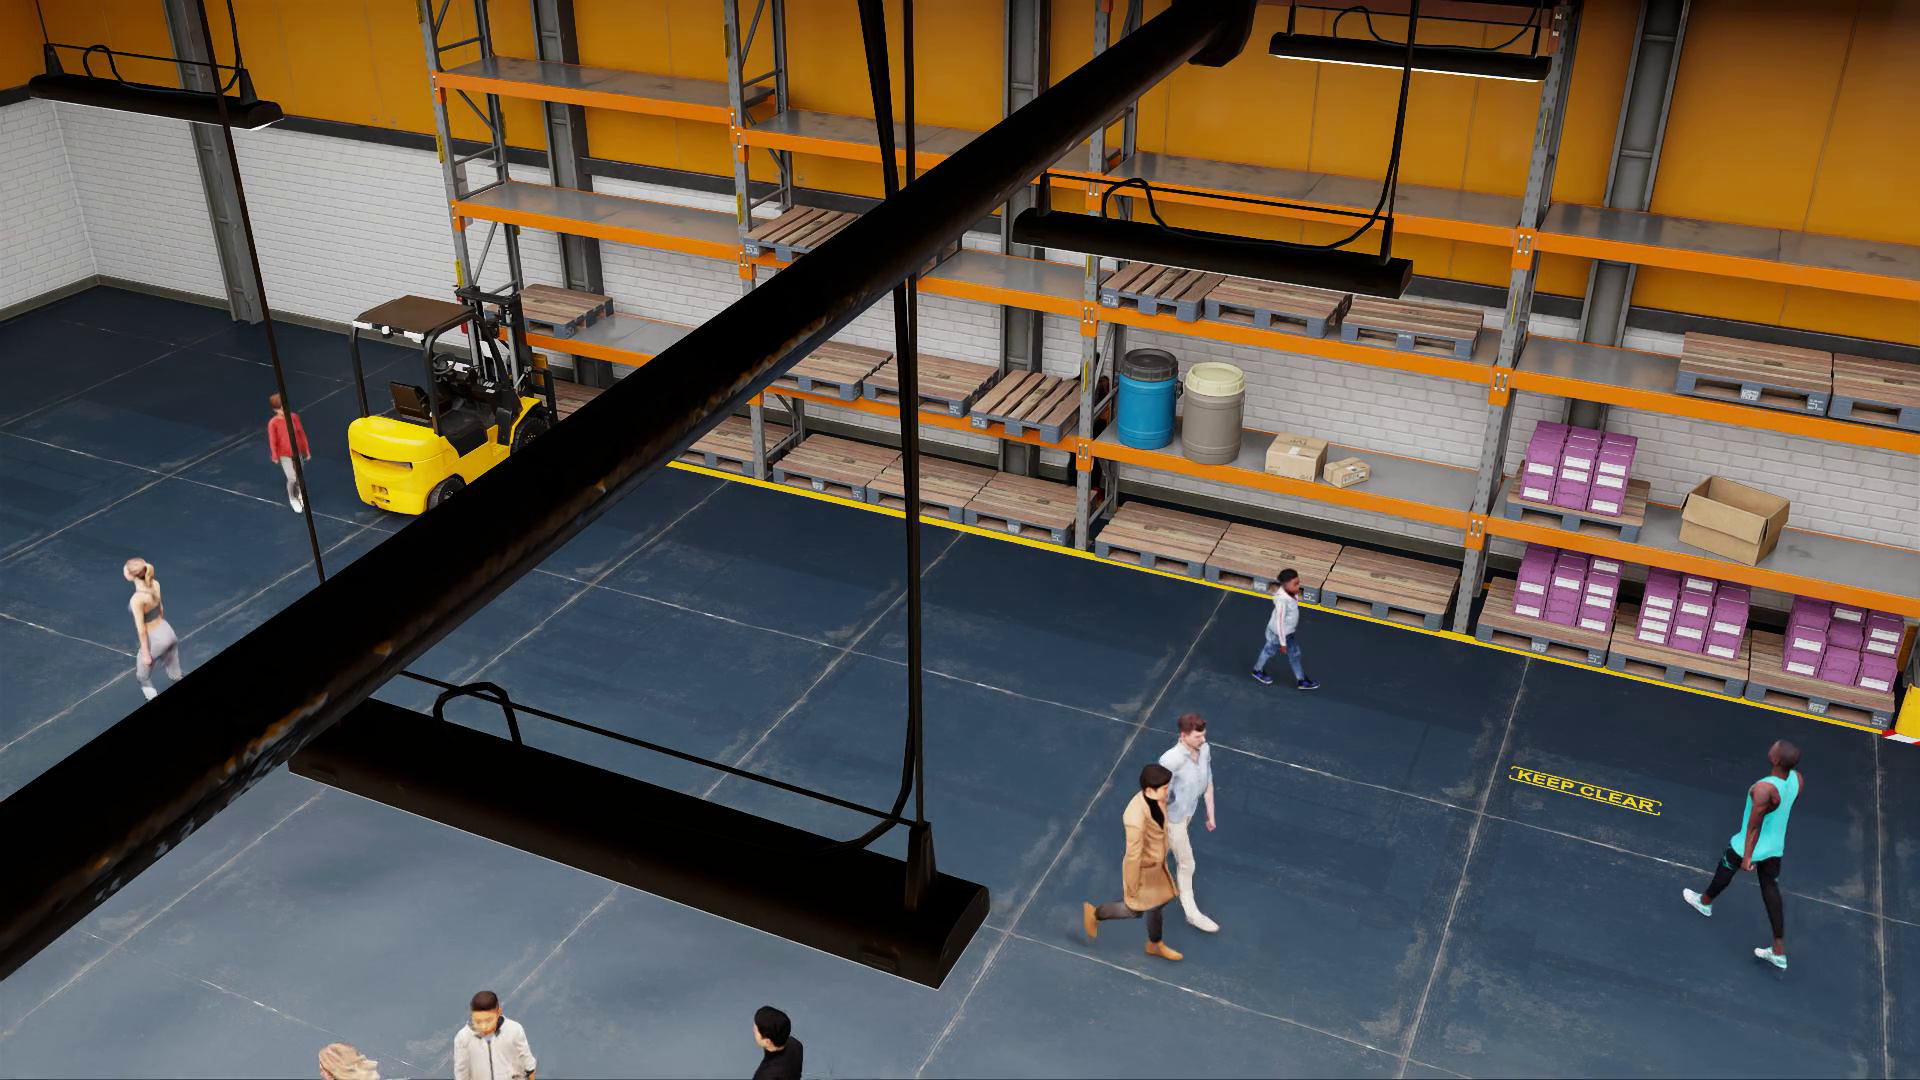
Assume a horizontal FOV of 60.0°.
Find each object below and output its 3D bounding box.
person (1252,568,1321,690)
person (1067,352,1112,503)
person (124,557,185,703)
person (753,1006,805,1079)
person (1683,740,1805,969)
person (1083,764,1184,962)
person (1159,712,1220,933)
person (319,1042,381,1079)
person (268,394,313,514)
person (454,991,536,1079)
[{"bbox_3d":[2.909,0.809,15.294,0.906,1.224,0.595,19,34,31],"label":"person"},{"bbox_3d":[1.438,-1.260,18.472,0.773,1.813,0.835,-9,30,-17],"label":"person"},{"bbox_3d":[-6.970,0.918,14.604,0.816,1.694,0.696,5,29,8],"label":"person"},{"bbox_3d":[-1.005,3.477,9.889,0.760,1.716,0.684,9,30,16],"label":"person"},{"bbox_3d":[5.867,2.284,12.032,1.163,1.759,1.222,-10,30,-18],"label":"person"},{"bbox_3d":[1.263,2.315,12.033,1.007,1.702,0.716,15,32,26],"label":"person"},{"bbox_3d":[1.575,2.017,12.467,0.879,1.811,1.220,-25,37,-38],"label":"person"},{"bbox_3d":[-3.369,3.568,9.748,0.619,1.691,0.788,3,29,6],"label":"person"},{"bbox_3d":[-7.448,-0.997,18.422,0.618,1.399,0.584,23,36,35],"label":"person"},{"bbox_3d":[-2.904,3.330,10.469,0.975,1.418,0.967,-4,29,-6],"label":"person"}]
